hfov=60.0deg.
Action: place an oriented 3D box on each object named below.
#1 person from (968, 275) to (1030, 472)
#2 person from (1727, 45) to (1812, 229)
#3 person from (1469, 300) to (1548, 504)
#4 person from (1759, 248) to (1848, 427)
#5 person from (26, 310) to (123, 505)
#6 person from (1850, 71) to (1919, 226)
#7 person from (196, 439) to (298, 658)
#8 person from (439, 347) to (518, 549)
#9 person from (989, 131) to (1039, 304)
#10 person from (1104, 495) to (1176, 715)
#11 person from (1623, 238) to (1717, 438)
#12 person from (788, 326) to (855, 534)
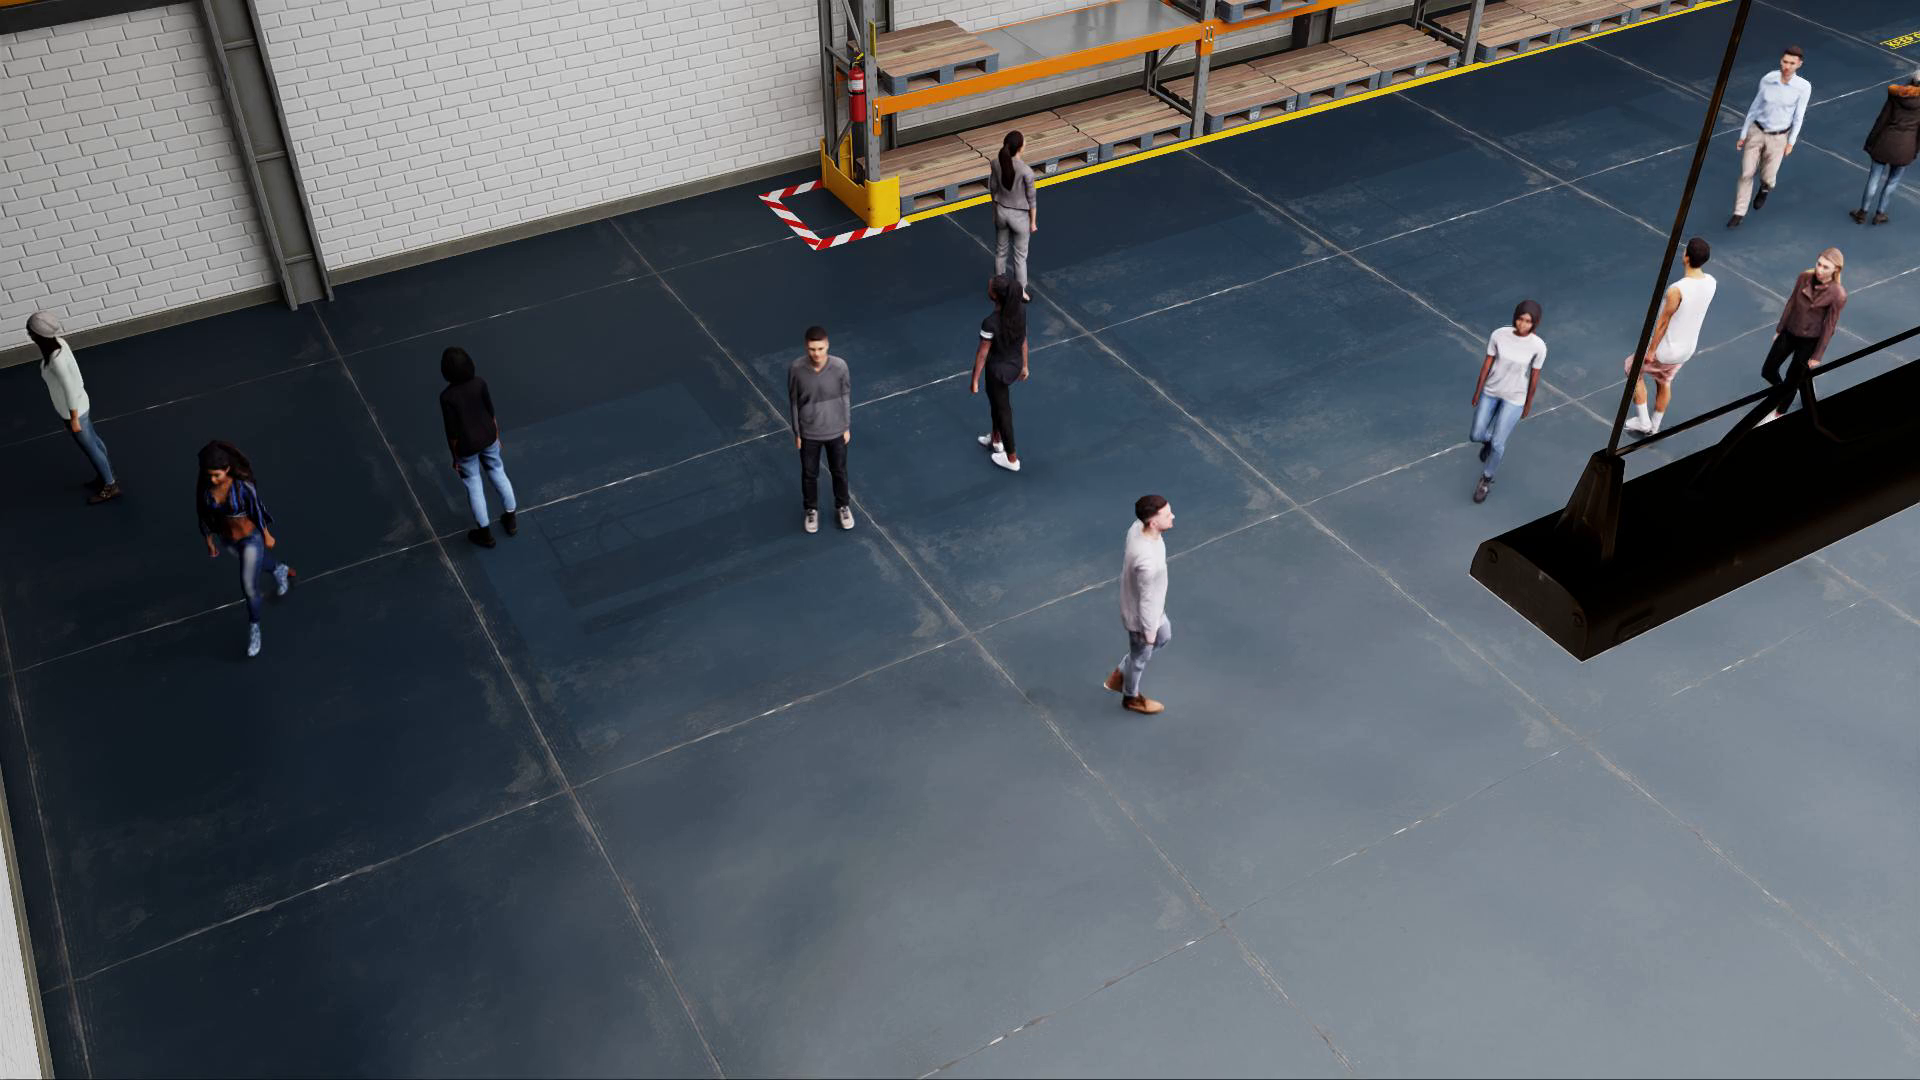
[{"bbox_3d":[0.397,-1.271,12.983,0.821,1.717,0.770,28,46,31],"label":"person"},{"bbox_3d":[7.927,-3.970,16.270,0.866,1.832,1.032,26,45,29],"label":"person"},{"bbox_3d":[4.196,-1.123,12.802,0.811,1.712,0.939,22,43,25],"label":"person"},{"bbox_3d":[6.855,-1.632,13.453,0.618,1.694,0.629,-19,42,-22],"label":"person"},{"bbox_3d":[-6.795,-1.038,12.748,0.501,1.646,0.574,-18,42,-21],"label":"person"},{"bbox_3d":[9.165,-3.858,16.296,0.744,1.625,0.782,10,40,12],"label":"person"},{"bbox_3d":[-4.955,-0.044,11.559,1.112,1.578,1.068,3,39,4],"label":"person"},{"bbox_3d":[-3.573,-0.688,12.266,0.549,1.701,0.685,-31,48,-33],"label":"person"},{"bbox_3d":[0.475,-2.914,15.071,0.718,1.678,0.737,22,43,25],"label":"person"},{"bbox_3d":[1.114,0.426,10.768,0.868,1.830,0.834,3,39,4],"label":"person"},{"bbox_3d":[5.718,-1.524,13.259,0.631,1.768,0.754,-16,41,-19],"label":"person"},{"bbox_3d":[-1.027,-0.837,12.406,0.588,1.759,0.737,-5,39,-6],"label":"person"}]
